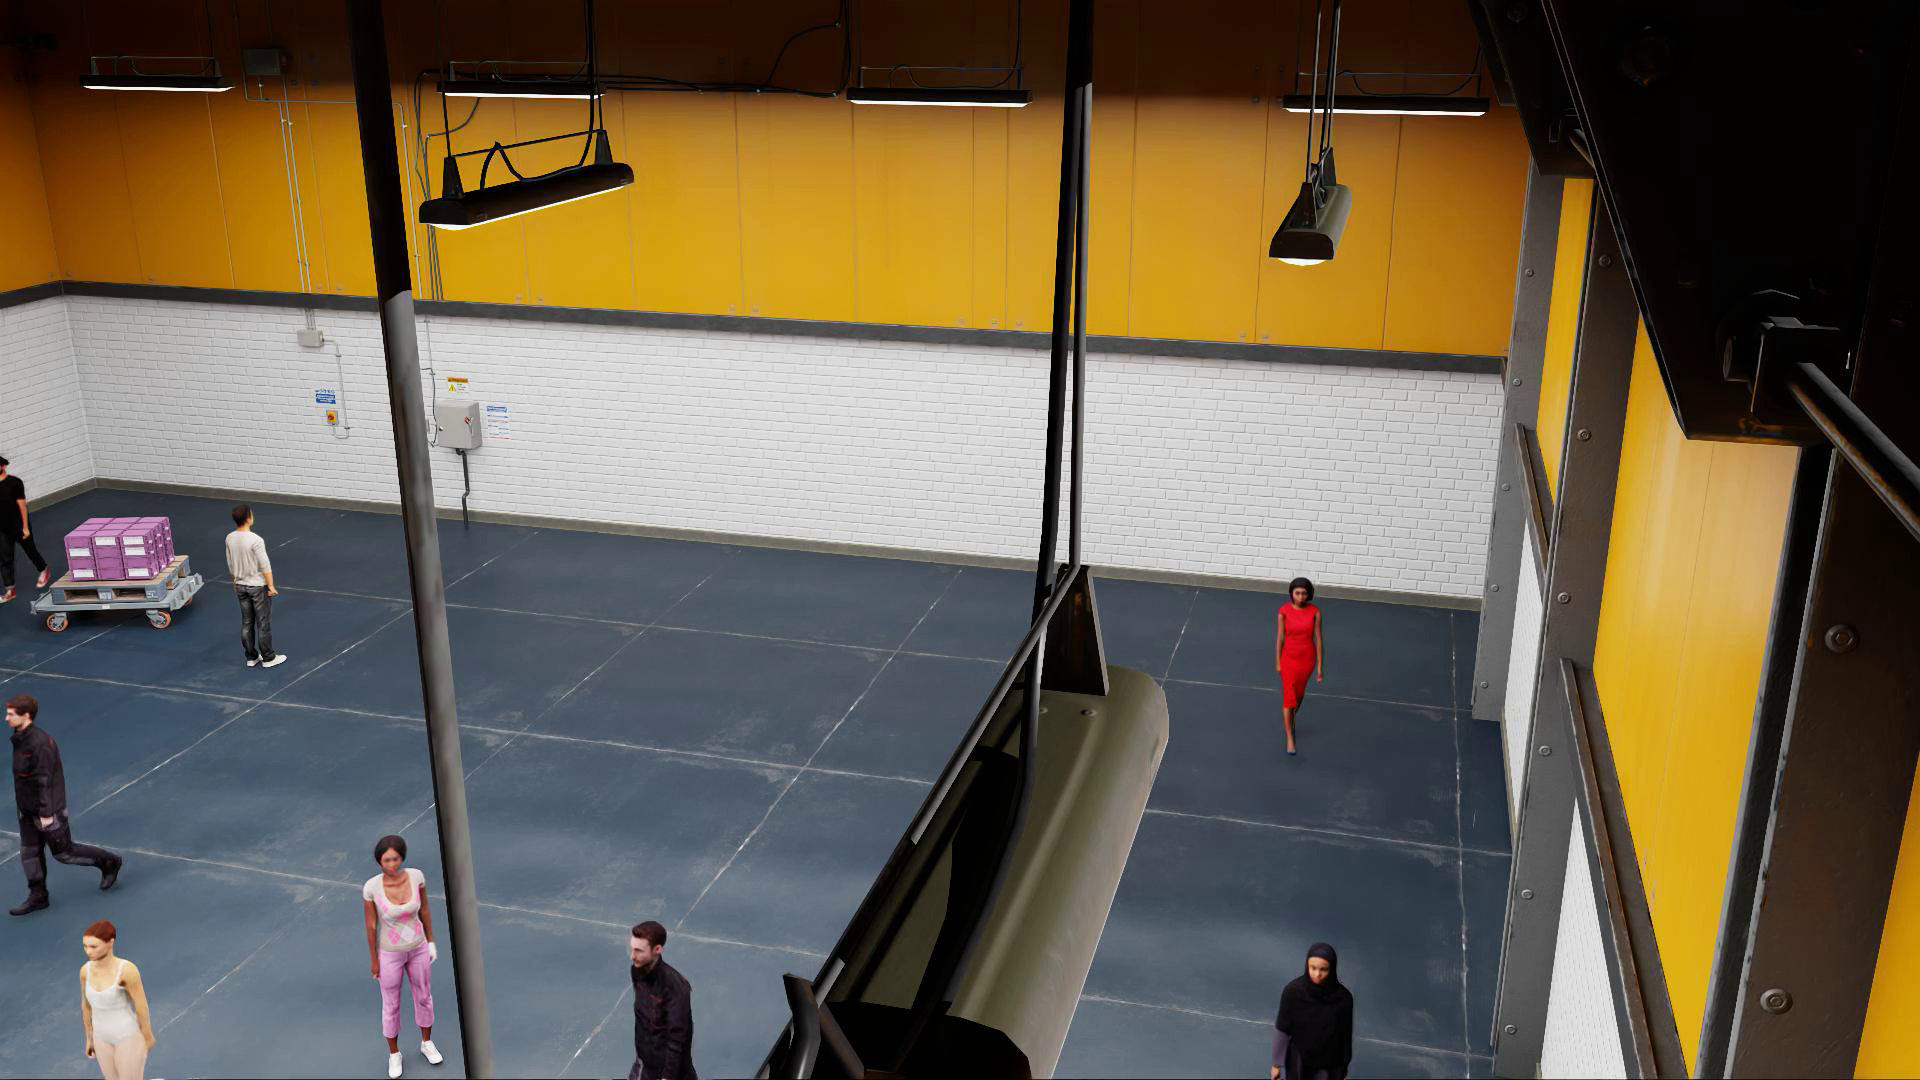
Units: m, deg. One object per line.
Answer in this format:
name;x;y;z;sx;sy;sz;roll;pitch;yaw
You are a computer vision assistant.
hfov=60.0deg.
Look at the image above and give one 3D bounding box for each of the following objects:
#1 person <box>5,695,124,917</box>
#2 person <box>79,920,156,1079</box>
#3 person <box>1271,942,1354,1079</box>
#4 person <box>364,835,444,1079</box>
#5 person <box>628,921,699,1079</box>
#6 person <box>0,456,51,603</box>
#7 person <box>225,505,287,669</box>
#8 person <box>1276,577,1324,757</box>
person;-7.196;2.074;13.220;0.982;1.819;1.197;14;23;35
person;-5.244;3.091;10.487;0.559;1.635;0.607;4;19;12
person;2.201;3.169;10.299;0.672;1.608;1.124;7;20;19
person;-3.763;2.784;11.233;0.648;1.743;0.720;-12;22;-31
person;-1.712;3.129;10.001;1.034;1.875;1.299;15;24;37
person;-11.358;-0.185;20.058;0.852;1.735;1.196;0;19;0
person;-7.637;0.493;17.927;0.661;1.811;0.519;5;19;15
person;3.266;1.173;16.082;0.716;1.700;1.122;2;19;5
